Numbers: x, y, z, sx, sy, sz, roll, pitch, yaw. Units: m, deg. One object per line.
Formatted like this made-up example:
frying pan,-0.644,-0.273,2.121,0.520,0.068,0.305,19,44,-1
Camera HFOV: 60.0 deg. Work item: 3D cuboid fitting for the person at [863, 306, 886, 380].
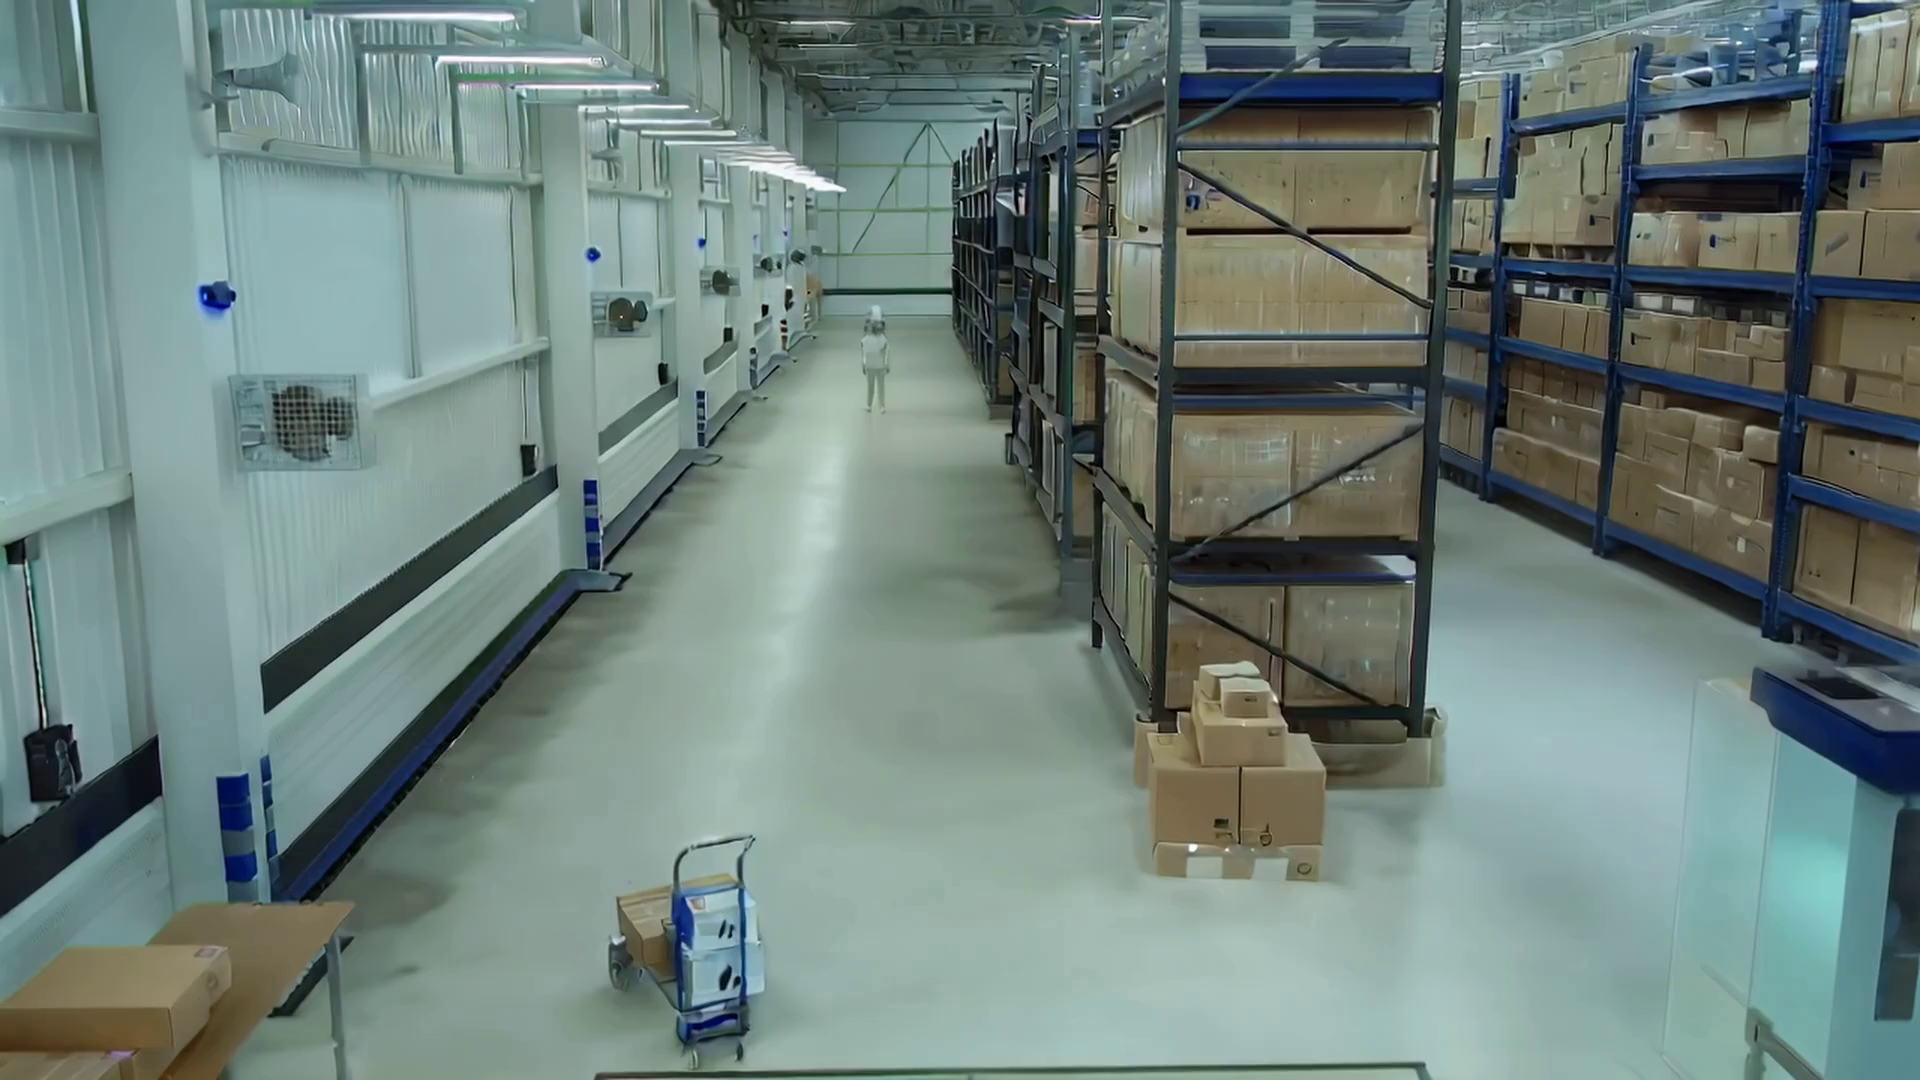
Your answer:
person,-2.203,-5.067,42.759,0.600,1.907,0.397,-2,11,-12

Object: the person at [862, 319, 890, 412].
person,-1.800,-3.733,35.607,0.613,1.988,0.403,0,11,2

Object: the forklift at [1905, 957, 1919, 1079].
forklift,3.157,1.764,4.674,1.129,2.768,1.873,0,11,-2
